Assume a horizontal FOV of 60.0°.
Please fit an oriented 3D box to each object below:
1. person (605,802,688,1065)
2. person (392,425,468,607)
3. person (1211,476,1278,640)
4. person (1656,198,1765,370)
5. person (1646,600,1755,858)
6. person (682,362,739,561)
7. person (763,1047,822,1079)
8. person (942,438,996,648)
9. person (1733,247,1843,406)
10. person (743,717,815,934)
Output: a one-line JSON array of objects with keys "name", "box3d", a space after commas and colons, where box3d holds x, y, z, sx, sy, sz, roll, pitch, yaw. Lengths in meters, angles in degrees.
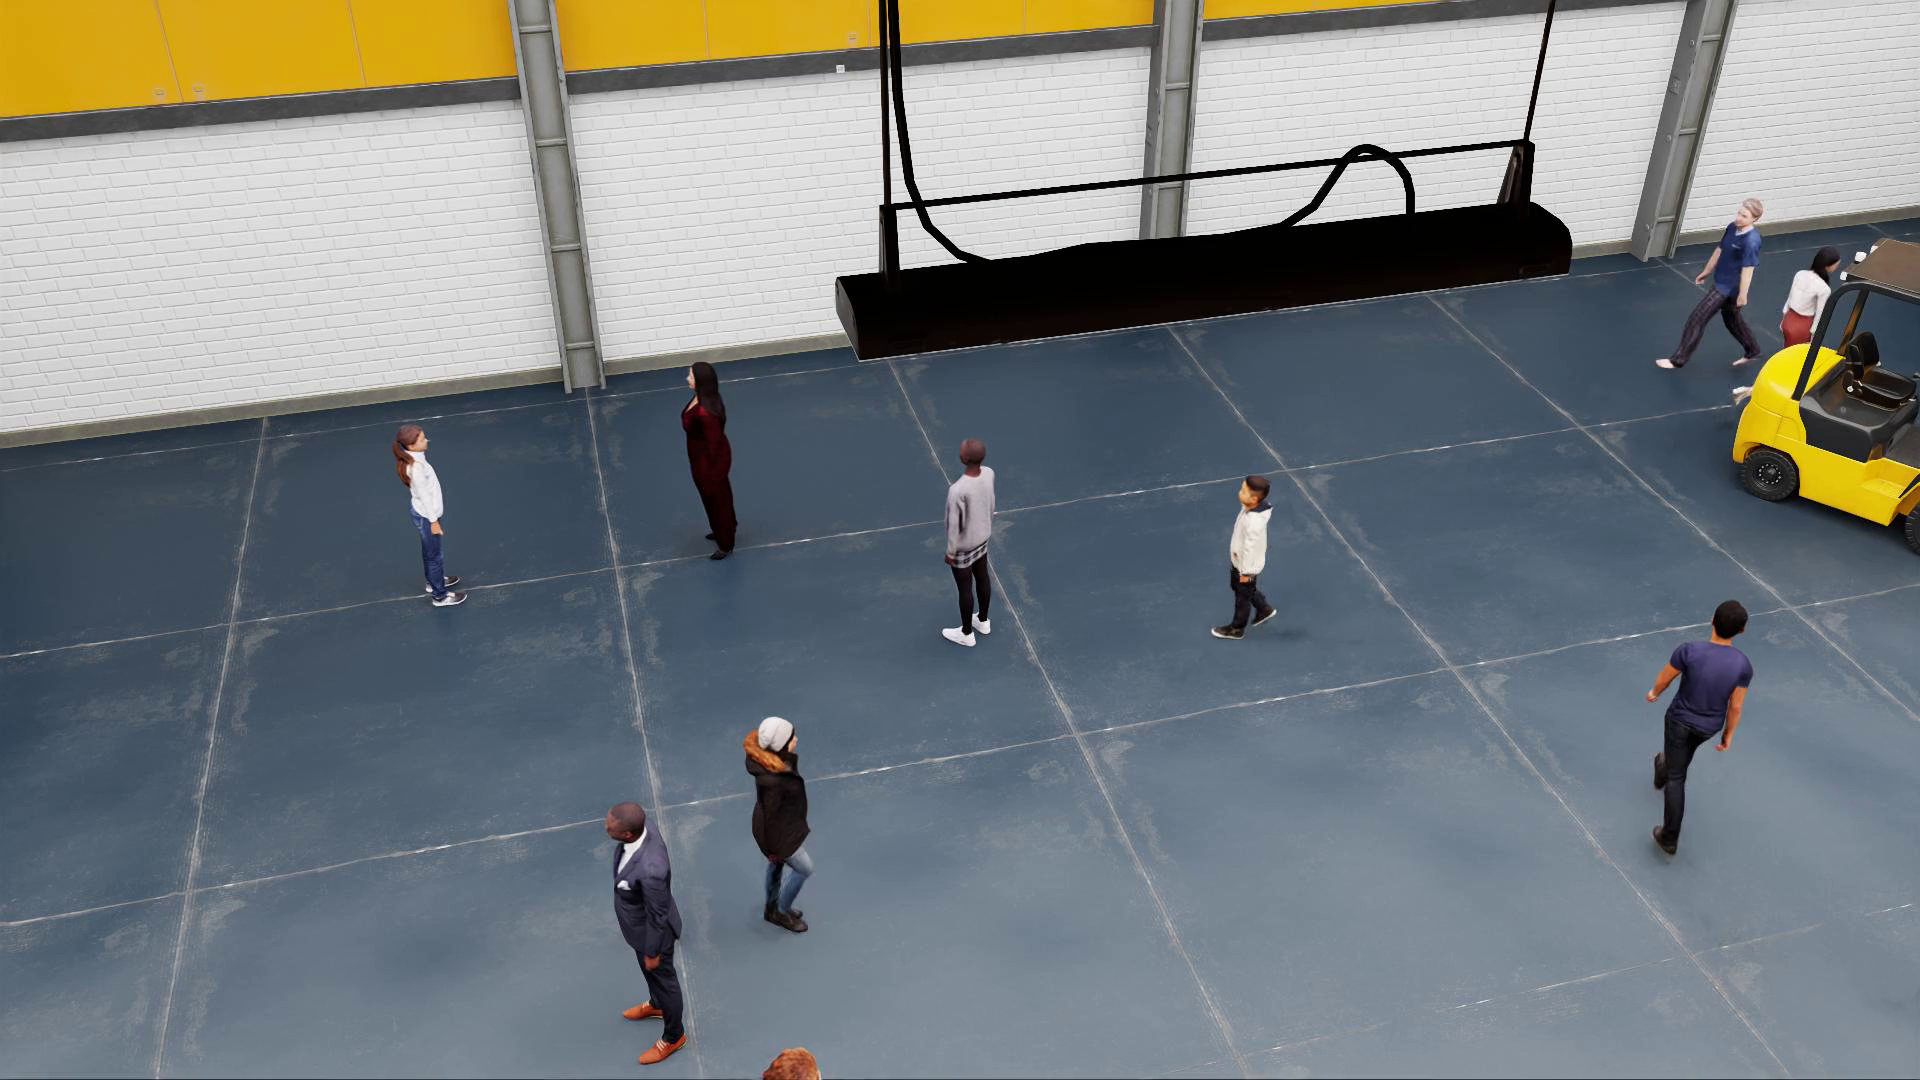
[{"name": "person", "box3d": [-1.730, 2.127, 9.234, 0.632, 1.825, 0.711, -12, 35, -17]}, {"name": "person", "box3d": [-4.179, -0.212, 12.994, 0.570, 1.558, 0.570, -15, 36, -21]}, {"name": "person", "box3d": [2.234, 0.137, 12.566, 0.811, 1.450, 0.720, 3, 34, 4]}, {"name": "person", "box3d": [7.522, -2.425, 16.091, 1.326, 1.814, 1.017, 6, 34, 9]}, {"name": "person", "box3d": [4.699, 1.242, 10.649, 1.193, 1.732, 1.036, 5, 34, 7]}, {"name": "person", "box3d": [-2.008, -0.662, 13.491, 0.606, 1.757, 0.669, -6, 34, -9]}, {"name": "person", "box3d": [-0.822, 3.069, 7.921, 0.738, 1.709, 0.752, 3, 34, 4]}, {"name": "person", "box3d": [0.088, 0.005, 12.476, 0.759, 1.770, 0.665, 25, 41, 32]}, {"name": "person", "box3d": [7.652, -1.872, 15.337, 1.007, 1.729, 0.624, -10, 35, -15]}, {"name": "person", "box3d": [-1.160, 1.721, 10.024, 0.606, 1.626, 0.632, -5, 34, -7]}]
